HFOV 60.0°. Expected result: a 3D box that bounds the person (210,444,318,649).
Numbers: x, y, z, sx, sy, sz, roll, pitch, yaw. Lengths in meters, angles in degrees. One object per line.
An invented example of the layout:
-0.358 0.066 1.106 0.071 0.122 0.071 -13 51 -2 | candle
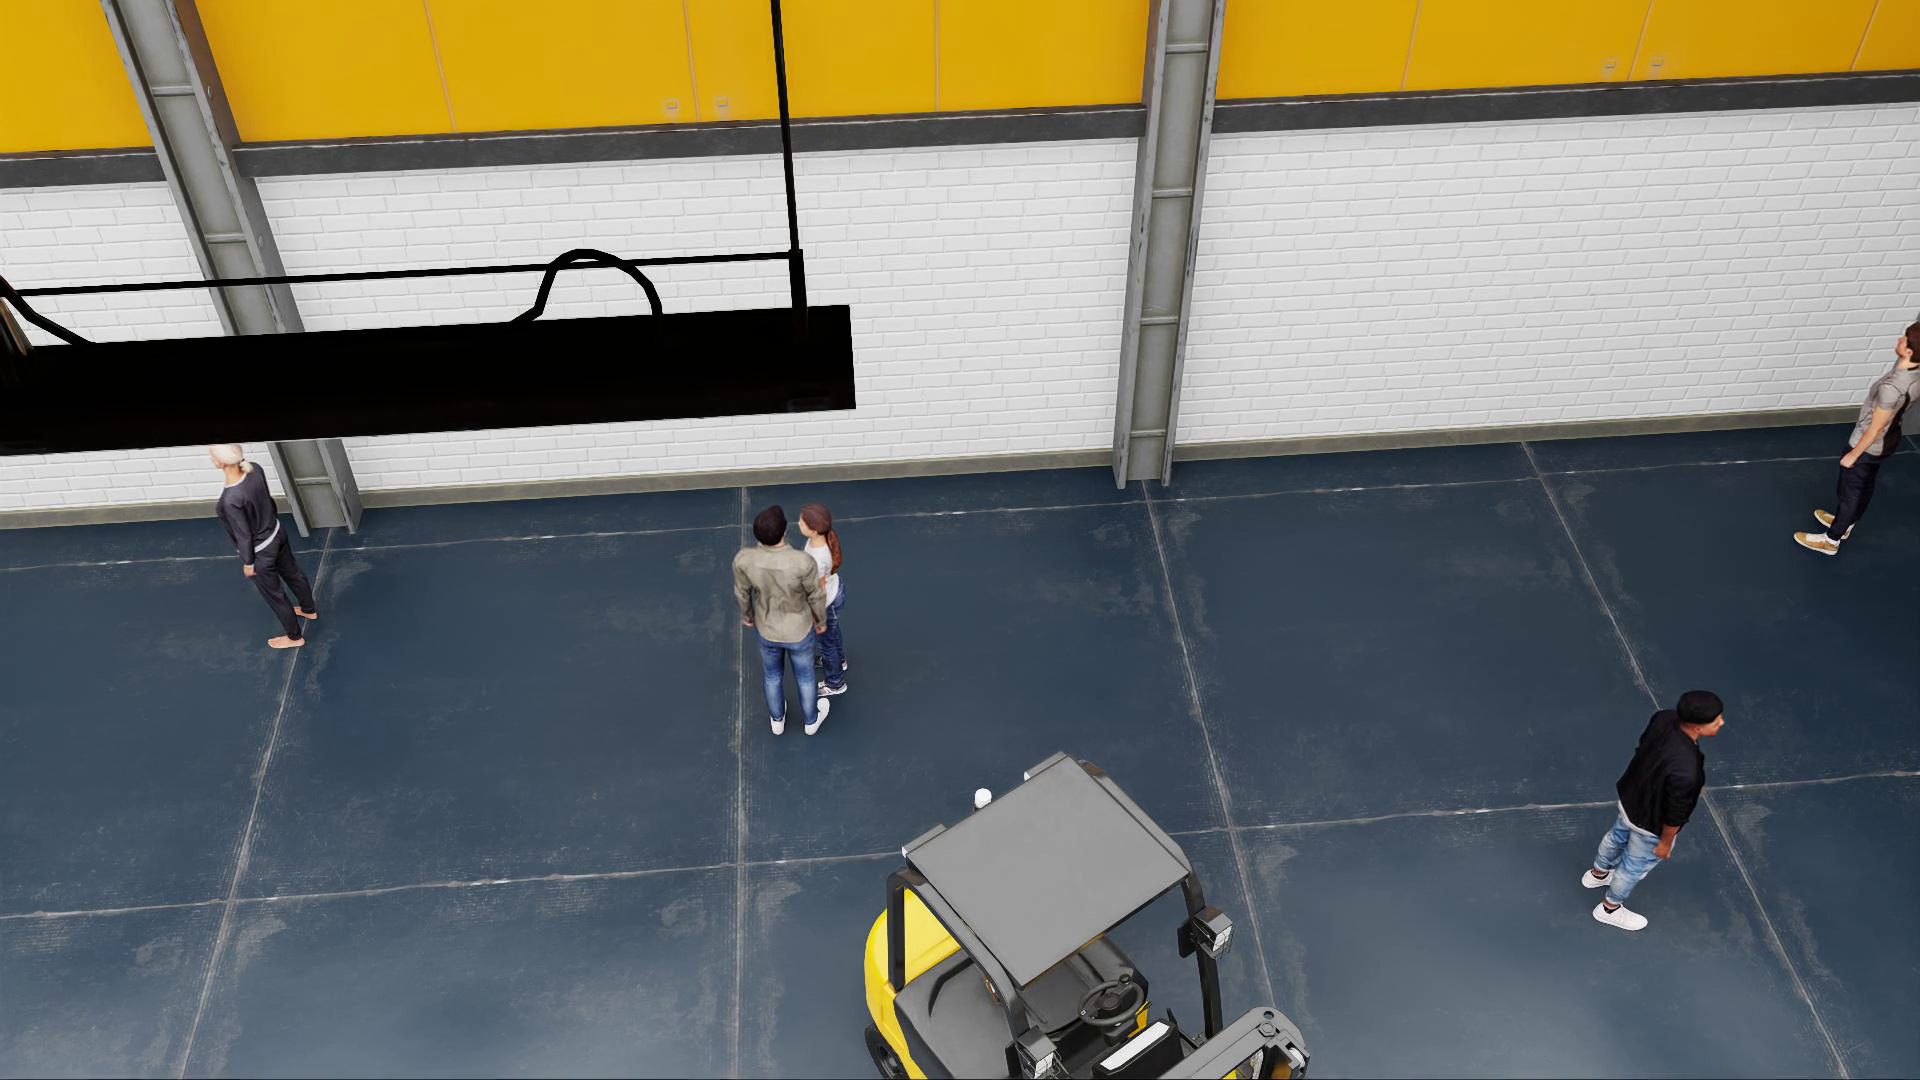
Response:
-4.543 -0.004 10.817 0.586 1.727 0.641 5 44 5 | person

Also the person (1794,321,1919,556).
6.272 -0.690 11.414 0.691 1.896 0.787 -31 52 -28 | person

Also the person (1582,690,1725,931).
3.831 1.461 9.218 0.632 1.811 0.722 2 44 2 | person

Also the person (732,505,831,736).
-1.081 0.524 10.163 0.579 1.864 0.801 4 44 4 | person

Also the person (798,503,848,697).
-0.871 0.360 10.554 0.531 1.562 0.555 1 44 1 | person
